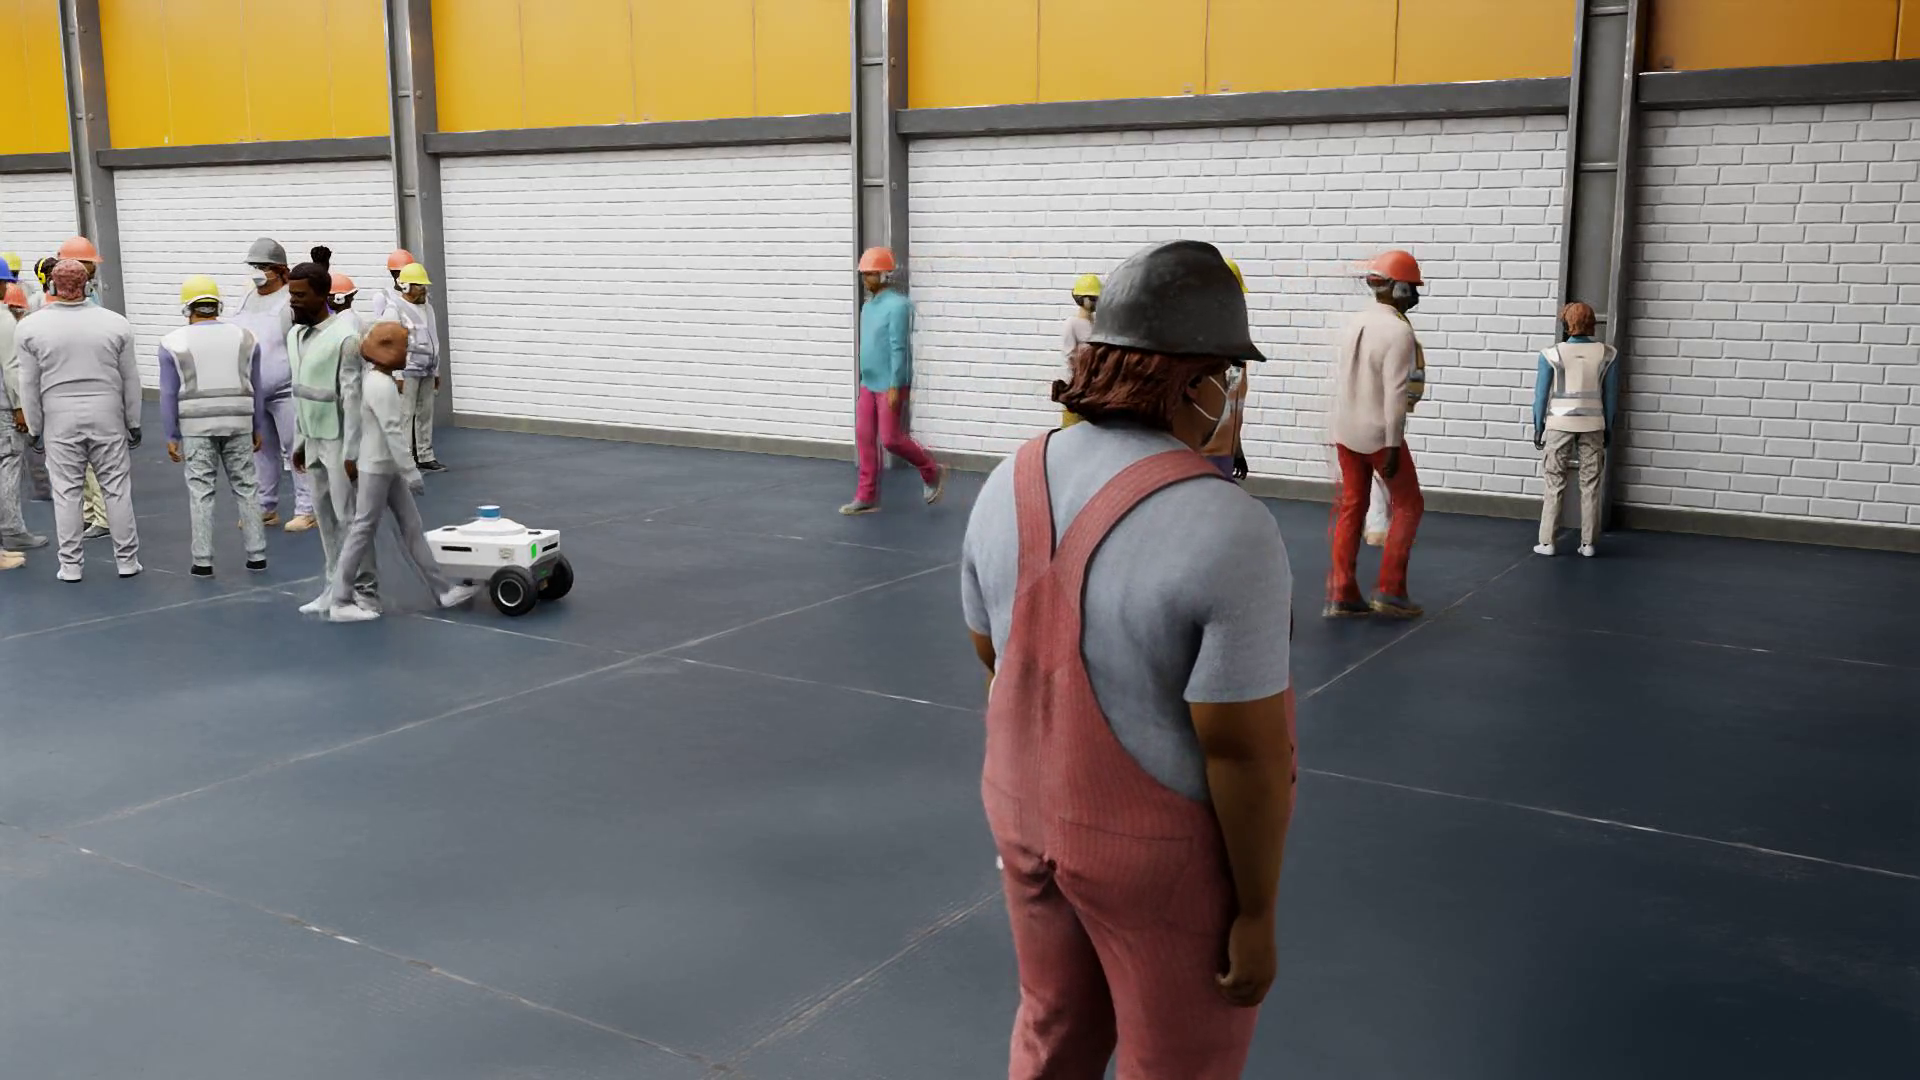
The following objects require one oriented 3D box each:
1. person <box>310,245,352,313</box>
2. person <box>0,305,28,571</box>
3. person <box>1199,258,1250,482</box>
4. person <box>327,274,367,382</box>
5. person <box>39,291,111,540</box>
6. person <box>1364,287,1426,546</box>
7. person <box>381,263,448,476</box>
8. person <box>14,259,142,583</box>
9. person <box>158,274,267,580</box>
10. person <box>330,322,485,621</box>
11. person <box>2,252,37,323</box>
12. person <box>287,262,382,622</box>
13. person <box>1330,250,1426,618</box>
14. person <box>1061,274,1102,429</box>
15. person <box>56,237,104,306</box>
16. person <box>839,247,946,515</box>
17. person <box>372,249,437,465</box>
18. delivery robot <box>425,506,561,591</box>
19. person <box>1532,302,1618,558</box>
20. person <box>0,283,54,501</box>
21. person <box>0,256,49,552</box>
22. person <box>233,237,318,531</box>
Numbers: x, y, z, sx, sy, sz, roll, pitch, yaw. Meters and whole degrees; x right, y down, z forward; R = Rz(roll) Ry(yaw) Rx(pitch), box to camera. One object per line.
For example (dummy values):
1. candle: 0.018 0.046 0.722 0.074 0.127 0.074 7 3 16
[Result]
1. person: -6.808 -2.171 17.865 0.603 1.966 0.368 -2 10 -11
2. person: -5.981 -0.713 10.172 0.354 1.834 0.519 -7 12 -32
3. person: 1.314 -0.488 8.646 0.370 1.929 0.585 8 13 38
4. person: -4.955 -1.262 13.420 0.329 1.751 0.568 -2 10 -13
5. person: -6.003 -0.882 11.302 0.337 1.752 0.572 -9 13 -40
6. person: 2.880 -0.887 11.099 0.430 1.844 0.624 2 11 13
7. person: -4.692 -1.463 14.343 0.403 1.824 0.595 4 11 20
8. person: -5.205 -0.699 9.878 0.642 1.909 0.408 -6 12 -30
9. person: -4.487 -0.675 10.002 0.591 1.825 0.409 -8 13 -37
10. person: -2.994 -0.362 8.867 0.830 1.586 0.514 -3 11 -15
11. person: -11.020 -2.390 19.312 0.641 1.889 0.609 8 13 37
12. person: -3.360 -0.523 8.911 0.596 1.910 0.400 9 13 39
13. person: 2.277 -0.554 8.905 0.637 1.969 0.612 -4 11 -23
14. person: 0.957 -1.136 12.685 0.330 1.769 0.526 8 13 37
15. person: -6.964 -1.381 13.281 0.378 2.040 0.614 -1 10 -5
16. person: -0.522 -1.169 12.293 0.749 1.978 0.623 -7 12 -33
17. person: -4.901 -1.592 14.739 0.358 1.938 0.548 7 12 34
18. delivery robot: -2.586 0.054 9.190 0.707 0.478 0.477 2 10 13
19. person: 3.912 -0.693 10.609 0.514 1.634 0.313 1 10 6
20. person: -7.381 -1.115 12.754 0.852 1.707 0.584 -2 10 -10
21. person: -6.288 -0.892 10.866 0.604 1.939 0.414 6 12 31
22. person: -4.796 -1.073 11.578 0.676 2.000 0.536 4 11 19
